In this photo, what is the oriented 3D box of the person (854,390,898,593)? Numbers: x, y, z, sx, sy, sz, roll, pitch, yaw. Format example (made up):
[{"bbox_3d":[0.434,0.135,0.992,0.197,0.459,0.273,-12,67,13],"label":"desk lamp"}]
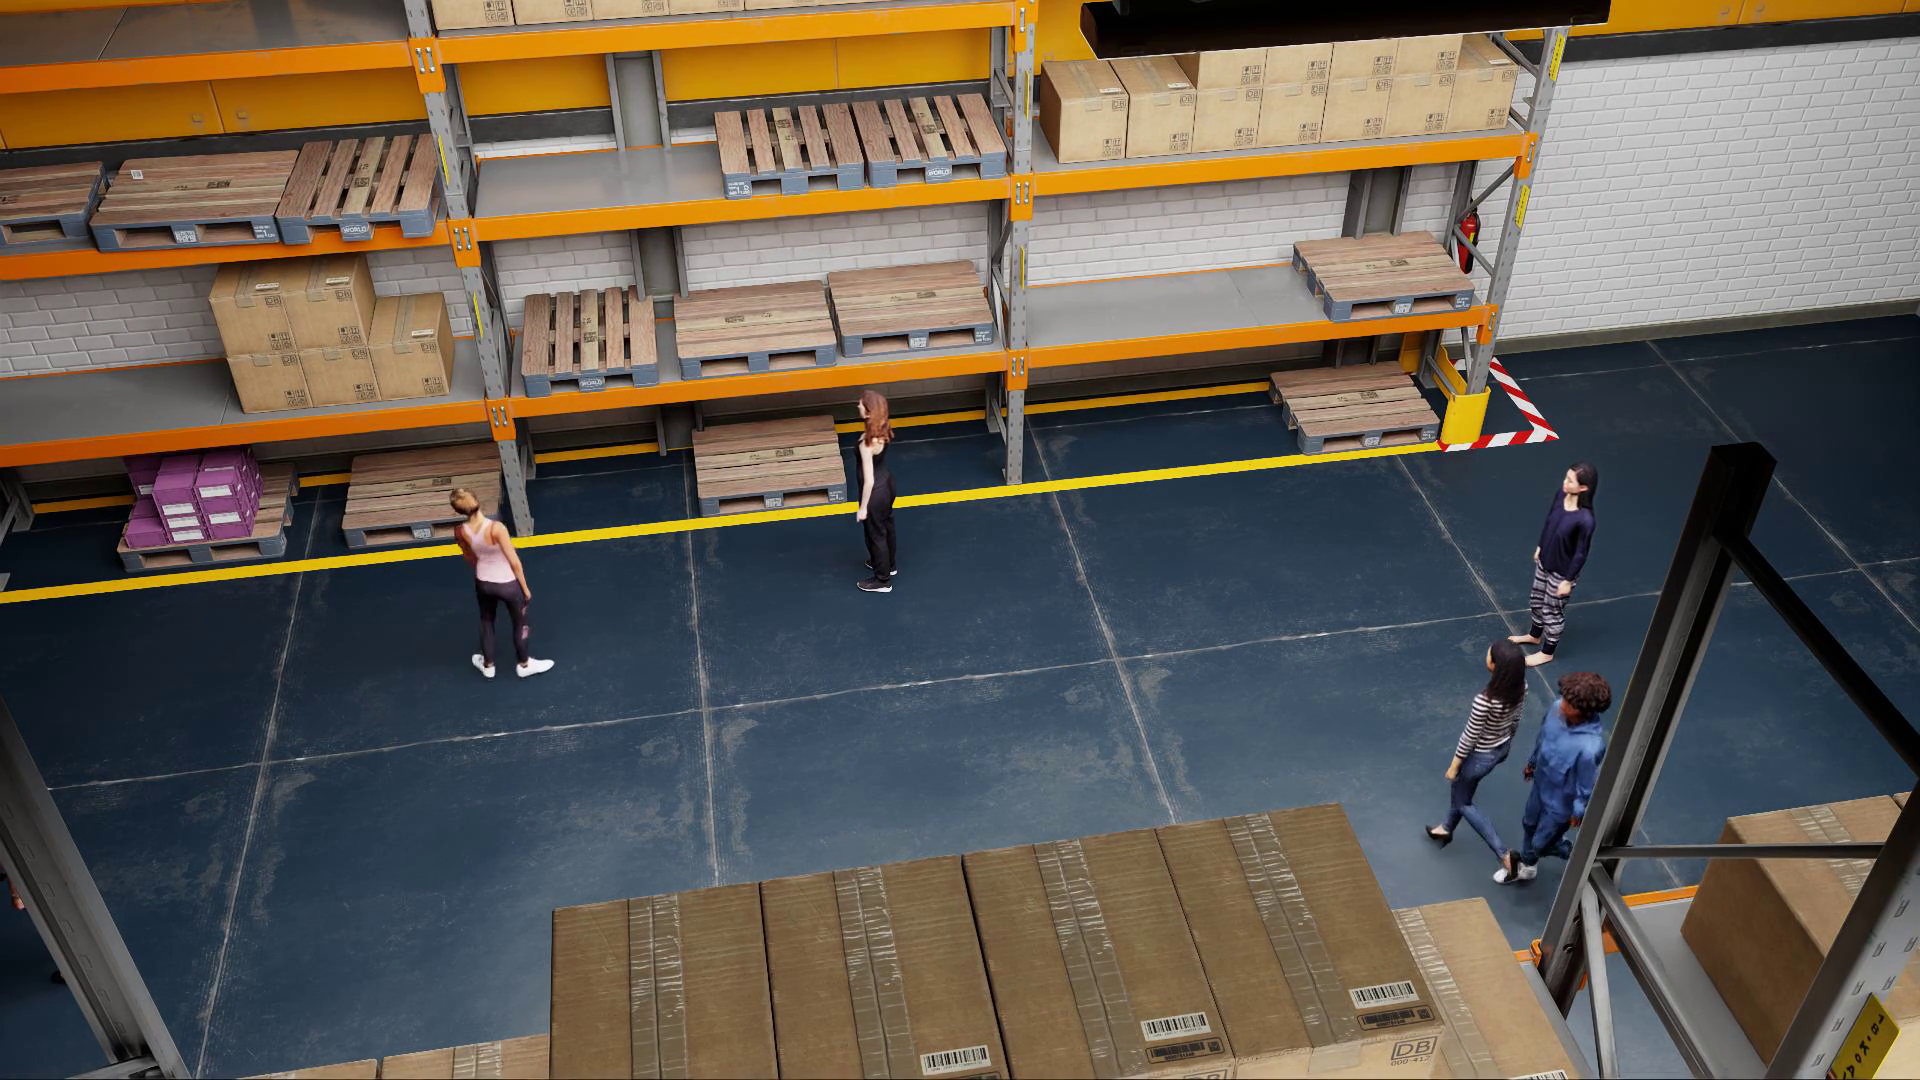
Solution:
[{"bbox_3d":[-0.612,-0.369,12.343,0.647,1.748,0.650,8,39,10],"label":"person"}]

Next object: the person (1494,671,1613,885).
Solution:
[{"bbox_3d":[3.692,1.474,10.001,0.796,1.790,0.690,-5,39,-6],"label":"person"}]

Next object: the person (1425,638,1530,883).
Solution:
[{"bbox_3d":[3.233,1.384,10.131,1.009,1.769,0.938,-24,44,-27],"label":"person"}]

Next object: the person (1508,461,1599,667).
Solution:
[{"bbox_3d":[4.220,0.157,11.697,0.497,1.733,0.600,-7,39,-9],"label":"person"}]

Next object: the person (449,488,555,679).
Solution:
[{"bbox_3d":[-3.187,0.307,11.571,0.698,1.654,0.872,20,43,24],"label":"person"}]
